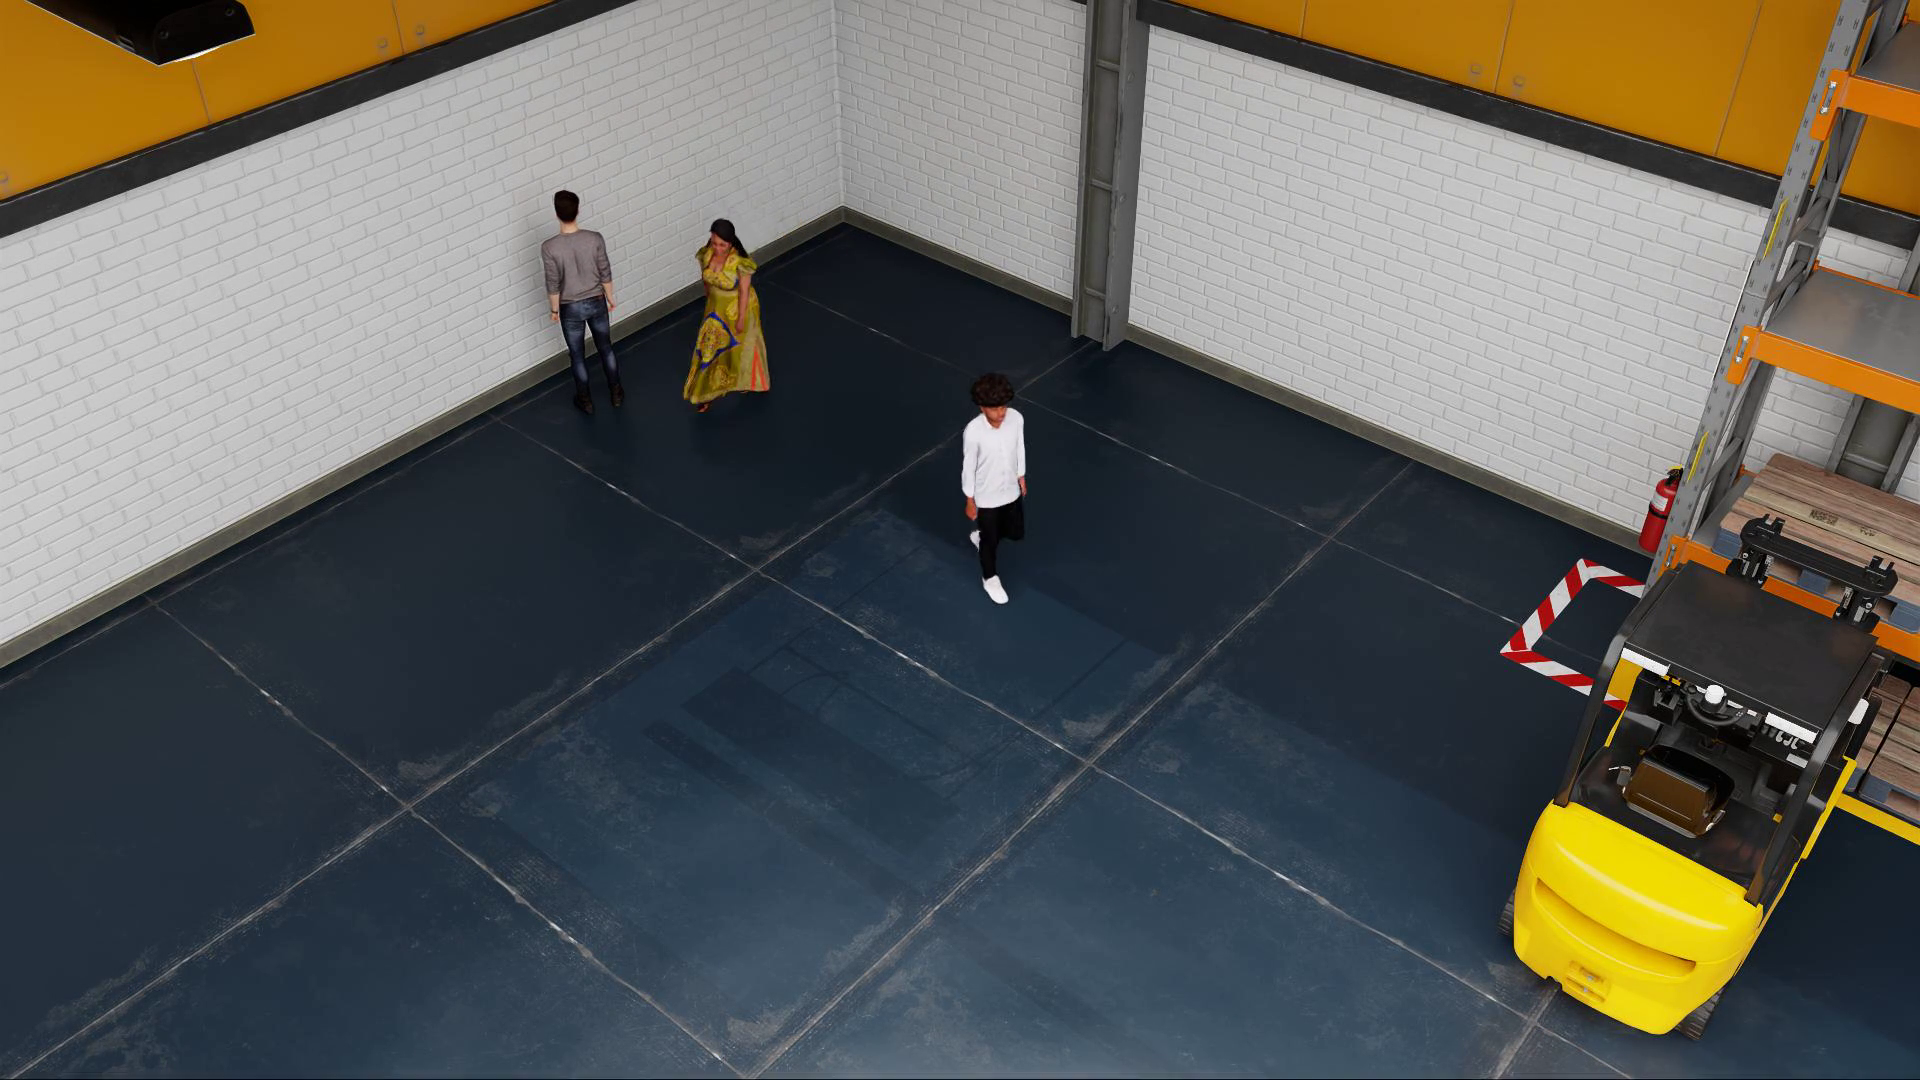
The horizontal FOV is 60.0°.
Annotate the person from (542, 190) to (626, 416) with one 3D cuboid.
[{"bbox_3d":[-2.974,-1.859,13.124,0.766,1.904,0.742,-17,42,-20],"label":"person"}]

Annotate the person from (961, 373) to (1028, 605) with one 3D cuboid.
[{"bbox_3d":[0.197,-0.407,11.391,0.787,1.799,0.879,-21,43,-24],"label":"person"}]

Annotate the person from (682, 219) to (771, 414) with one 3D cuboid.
[{"bbox_3d":[-1.795,-1.879,13.370,1.210,1.629,1.078,13,40,16],"label":"person"}]
